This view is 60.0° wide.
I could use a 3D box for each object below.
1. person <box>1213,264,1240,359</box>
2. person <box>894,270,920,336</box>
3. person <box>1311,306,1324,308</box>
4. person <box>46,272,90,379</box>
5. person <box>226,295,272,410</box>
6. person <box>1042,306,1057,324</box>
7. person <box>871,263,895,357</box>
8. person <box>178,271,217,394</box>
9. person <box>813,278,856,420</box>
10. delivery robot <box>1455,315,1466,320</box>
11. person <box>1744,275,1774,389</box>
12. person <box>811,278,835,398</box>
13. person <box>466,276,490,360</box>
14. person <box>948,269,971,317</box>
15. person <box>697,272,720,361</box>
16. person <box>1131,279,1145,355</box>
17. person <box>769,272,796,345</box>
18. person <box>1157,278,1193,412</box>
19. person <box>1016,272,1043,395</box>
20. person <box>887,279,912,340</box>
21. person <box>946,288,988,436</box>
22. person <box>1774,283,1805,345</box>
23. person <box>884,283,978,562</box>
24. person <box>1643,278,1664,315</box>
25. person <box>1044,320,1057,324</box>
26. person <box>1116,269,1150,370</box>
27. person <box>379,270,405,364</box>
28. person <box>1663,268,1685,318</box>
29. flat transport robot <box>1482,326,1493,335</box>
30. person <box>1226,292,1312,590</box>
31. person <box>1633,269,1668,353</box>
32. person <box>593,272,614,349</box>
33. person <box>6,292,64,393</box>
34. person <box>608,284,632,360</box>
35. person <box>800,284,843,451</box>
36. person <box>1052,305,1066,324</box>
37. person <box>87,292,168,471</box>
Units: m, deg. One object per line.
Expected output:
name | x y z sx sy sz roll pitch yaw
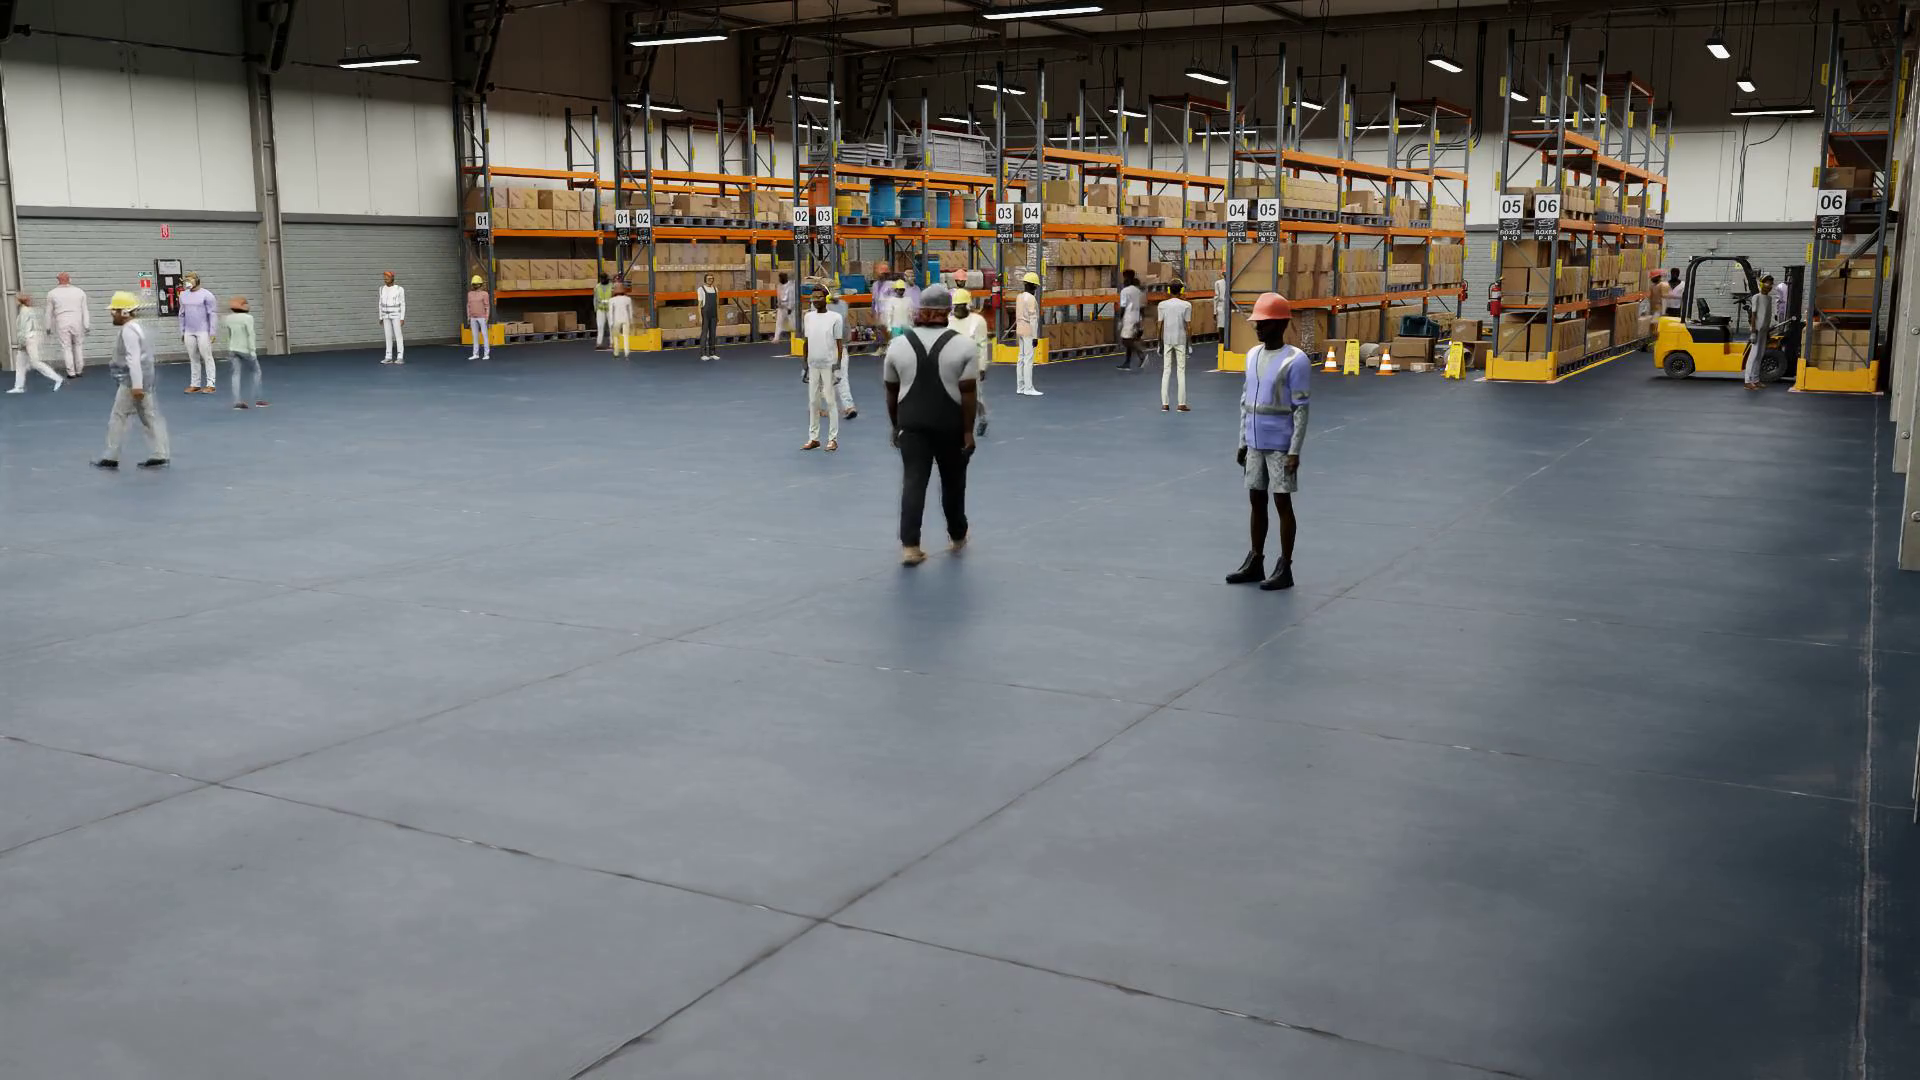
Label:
person | 5.639 -4.828 35.136 0.606 2.035 0.403 6 11 30
person | -0.994 -4.398 32.982 0.407 1.906 0.655 9 13 43
person | 9.240 -6.010 43.030 0.504 1.695 0.891 7 12 37
person | -15.933 -3.817 29.662 0.679 1.892 0.653 -8 12 -39
person | -10.176 -2.680 23.763 0.529 1.604 0.695 3 10 18
person | 1.894 -5.186 37.536 0.625 1.934 0.364 0 10 1
person | -1.624 -5.005 36.219 0.616 2.024 0.851 9 13 43
person | -12.084 -3.285 26.368 0.638 1.938 0.356 2 10 13
person | -1.695 -2.529 22.111 0.647 1.878 0.985 -8 13 -40
delivery robot | 13.615 -5.939 45.682 0.707 0.478 0.477 -2 10 -10
person | 13.159 -3.408 27.307 0.516 1.865 0.325 -7 12 -34
person | -2.095 -3.122 25.709 0.430 1.840 0.625 0 10 3
person | -10.135 -4.665 35.008 0.540 1.776 0.387 3 10 16
person | -0.003 -3.786 29.301 0.542 1.939 0.369 -7 12 -35
person | -5.241 -4.669 34.746 0.329 1.844 0.517 9 13 42
person | 3.807 -4.878 36.439 0.543 1.685 0.414 6 11 30
person | -4.258 -5.677 40.812 0.634 1.802 0.956 8 12 38
person | 3.022 -2.737 23.348 0.528 1.876 0.323 4 10 21
person | 1.075 -3.224 26.066 0.373 1.921 0.585 -4 10 -22
person | -1.090 -3.897 30.495 0.543 1.749 0.392 -6 11 -31
person | 0.082 -2.077 19.697 0.594 1.811 0.793 4 11 23
person | 18.398 -5.075 36.929 0.581 1.919 0.392 4 11 25
person | -0.198 -0.873 11.953 0.693 2.000 1.011 2 10 13
person | 18.168 -6.202 43.659 0.746 1.866 0.659 8 13 40
person | 2.315 -6.024 42.238 0.623 1.992 0.392 5 11 25
person | 3.296 -4.178 31.589 0.705 1.943 0.618 6 12 33
person | -11.503 -4.505 33.666 0.574 1.887 0.355 3 10 15
person | 16.383 -5.295 38.218 0.589 1.913 0.399 7 12 35
flat transport robot | 14.526 -5.776 45.828 0.652 0.197 1.431 5 11 27
person | 2.023 -0.642 10.894 0.366 1.939 0.542 -7 12 -35
person | 15.598 -5.150 37.454 0.892 1.879 0.558 1 10 4
person | -8.302 -5.368 38.989 0.619 1.790 0.941 0 10 -1
person | -14.791 -3.144 26.497 0.763 1.614 0.511 -7 12 -36
person | -7.096 -4.557 34.822 0.508 1.592 0.845 -4 10 -21
person | -1.557 -1.928 18.629 0.510 1.872 0.328 4 10 22
person | 2.359 -5.551 40.527 0.498 1.634 0.282 8 13 40
person | -8.529 -1.601 16.891 0.819 1.803 0.626 -3 10 -15
